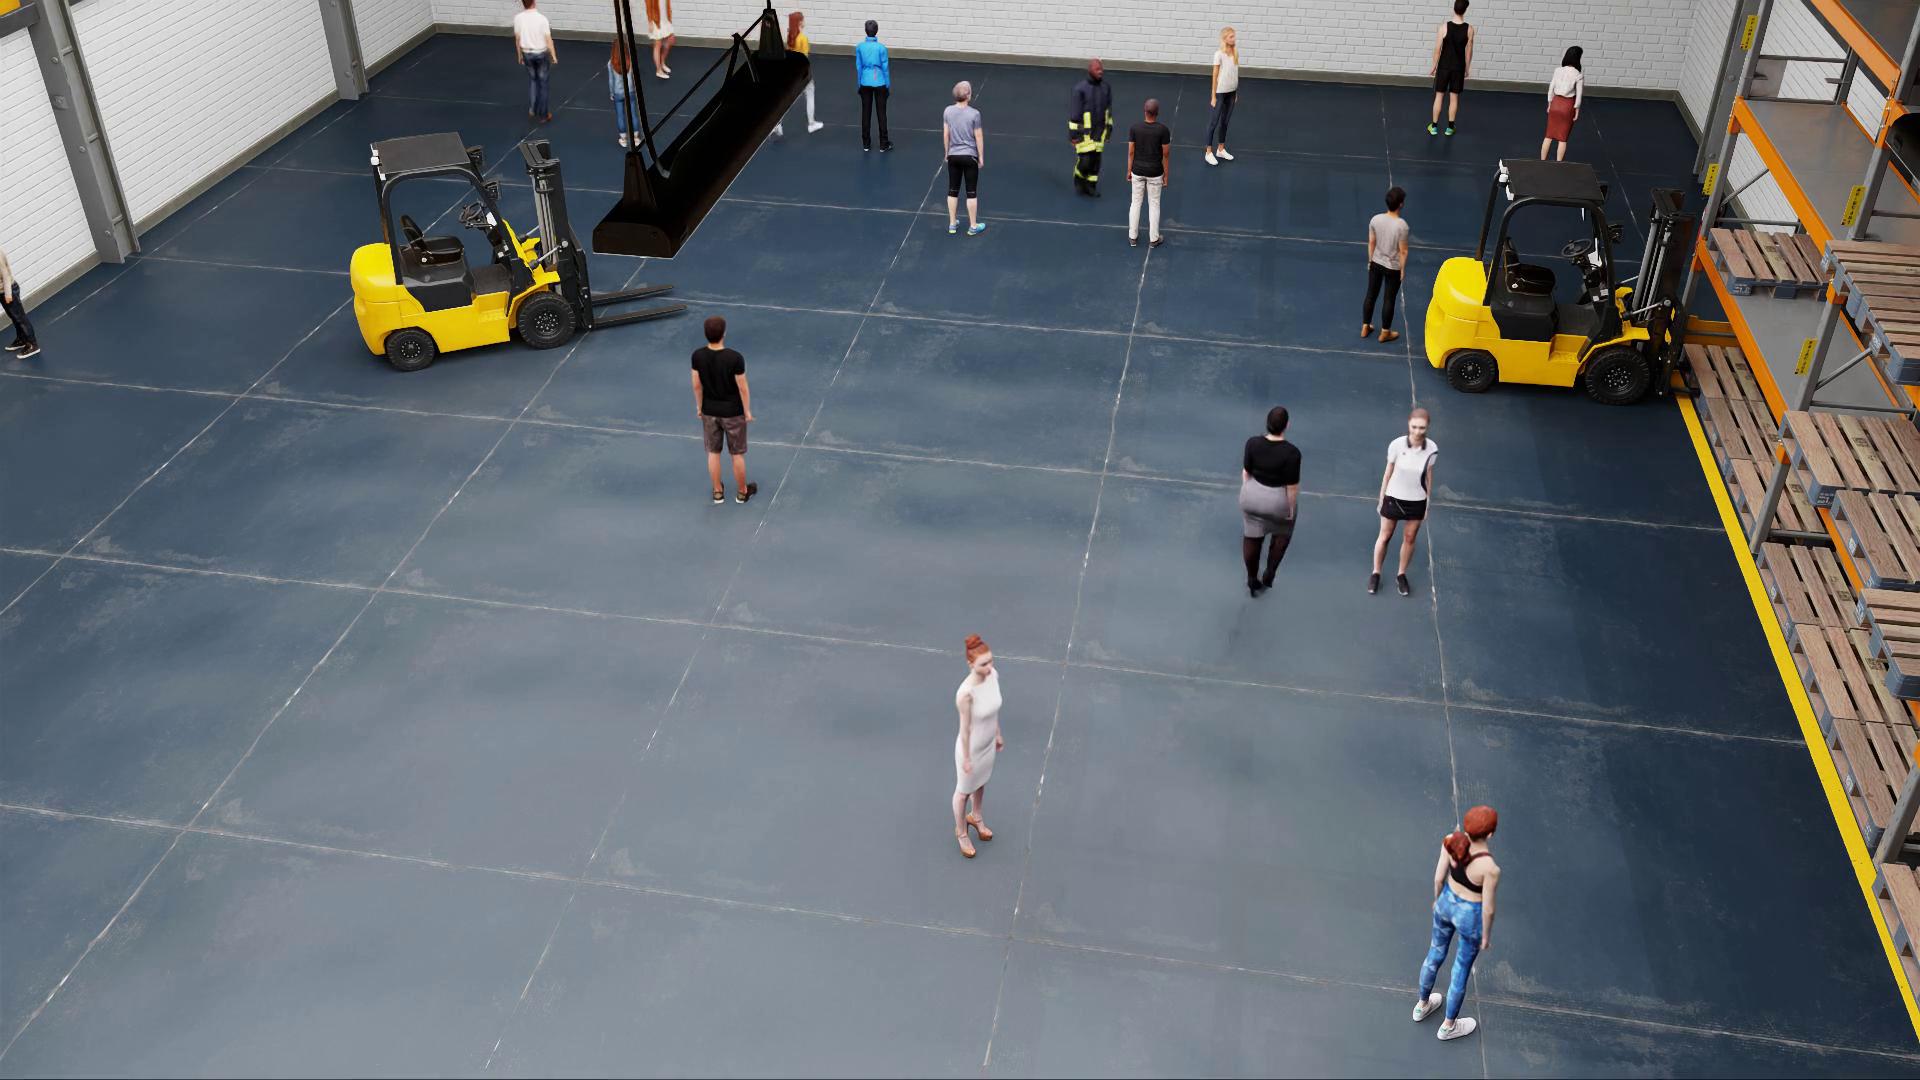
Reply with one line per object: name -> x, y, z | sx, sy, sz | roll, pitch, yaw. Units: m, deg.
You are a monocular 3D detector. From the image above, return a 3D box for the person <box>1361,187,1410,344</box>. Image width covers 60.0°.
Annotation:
person -> 4.583, -2.968, 17.887 | 0.686, 1.724, 0.696 | 26, 41, 33

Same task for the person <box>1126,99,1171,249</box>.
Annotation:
person -> 2.245, -4.404, 19.976 | 0.682, 1.804, 0.597 | 9, 35, 13

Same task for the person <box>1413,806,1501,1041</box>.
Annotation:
person -> 2.992, 2.273, 9.947 | 0.746, 1.785, 0.687 | -22, 40, -30

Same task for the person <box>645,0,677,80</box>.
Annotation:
person -> -4.645, -7.916, 25.343 | 0.808, 1.710, 0.709 | 20, 39, 28

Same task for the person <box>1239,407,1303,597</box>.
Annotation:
person -> 2.519, -0.259, 13.795 | 0.747, 1.742, 0.739 | 18, 38, 25

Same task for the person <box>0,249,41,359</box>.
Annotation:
person -> -10.135, -2.674, 17.678 | 0.629, 1.465, 0.659 | 27, 42, 35

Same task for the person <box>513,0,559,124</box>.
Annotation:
person -> -6.039, -6.794, 23.538 | 0.659, 1.839, 0.672 | 6, 34, 9

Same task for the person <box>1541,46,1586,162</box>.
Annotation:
person -> 7.913, -5.617, 21.847 | 0.679, 1.751, 0.692 | 28, 42, 35

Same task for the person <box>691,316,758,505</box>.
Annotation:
person -> -2.160, -1.172, 15.060 | 0.667, 1.861, 0.572 | 5, 34, 7

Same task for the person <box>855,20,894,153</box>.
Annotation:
person -> -1.189, -6.195, 22.680 | 0.624, 1.792, 0.557 | 9, 35, 13

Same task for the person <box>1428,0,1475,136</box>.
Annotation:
person -> 6.853, -6.600, 23.198 | 0.685, 1.892, 0.584 | 7, 34, 11

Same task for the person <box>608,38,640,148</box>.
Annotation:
person -> -4.633, -6.164, 22.919 | 0.628, 1.475, 0.649 | -12, 36, -18

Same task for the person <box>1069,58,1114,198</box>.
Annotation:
person -> 1.626, -5.294, 21.309 | 0.920, 1.810, 0.968 | -16, 37, -22

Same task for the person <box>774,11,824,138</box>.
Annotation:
person -> -2.298, -6.425, 23.086 | 0.985, 1.727, 1.209 | 25, 41, 33

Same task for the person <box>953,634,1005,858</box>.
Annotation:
person -> 0.107, 1.393, 11.265 | 0.700, 1.790, 0.574 | 24, 40, 31

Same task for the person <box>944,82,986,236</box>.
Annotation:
person -> 0.041, -4.648, 20.270 | 0.702, 1.883, 0.643 | 12, 35, 18

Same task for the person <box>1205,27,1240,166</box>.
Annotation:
person -> 3.532, -5.986, 22.350 | 0.652, 1.809, 0.723 | -23, 40, -30

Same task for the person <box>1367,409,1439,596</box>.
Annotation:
person -> 3.716, -0.324, 13.885 | 0.577, 1.750, 0.532 | 4, 34, 6
